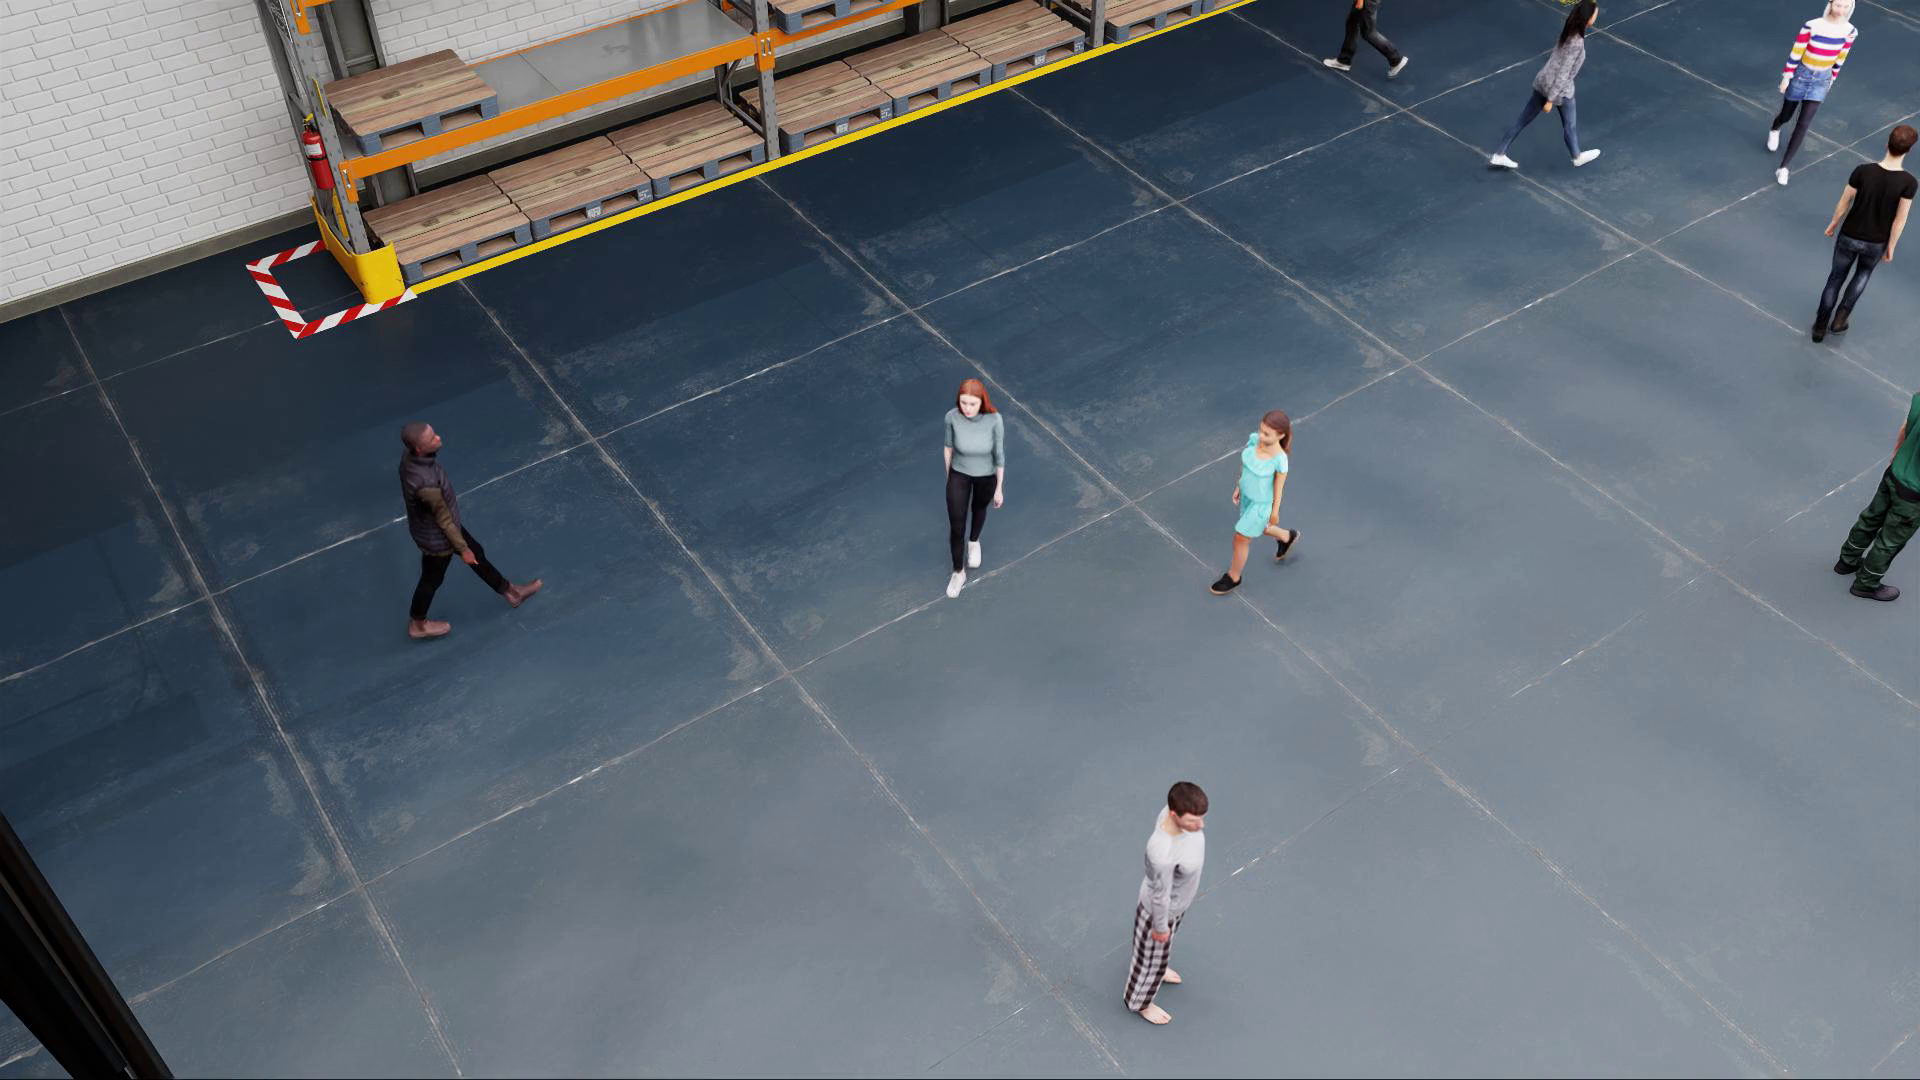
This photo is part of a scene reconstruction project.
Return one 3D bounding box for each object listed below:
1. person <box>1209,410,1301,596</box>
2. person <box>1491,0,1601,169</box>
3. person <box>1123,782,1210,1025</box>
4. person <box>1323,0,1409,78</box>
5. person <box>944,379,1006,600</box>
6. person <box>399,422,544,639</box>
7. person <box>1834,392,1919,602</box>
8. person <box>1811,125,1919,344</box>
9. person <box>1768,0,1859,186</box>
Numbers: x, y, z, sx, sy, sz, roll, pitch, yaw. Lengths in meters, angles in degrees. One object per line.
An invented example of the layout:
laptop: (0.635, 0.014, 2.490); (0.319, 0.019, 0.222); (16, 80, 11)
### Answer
person: (2.108, -0.300, 11.441); (1.028, 1.538, 0.692); (-17, 46, -17)
person: (5.406, -4.153, 15.388); (1.299, 1.673, 1.087); (-1, 44, -1)
person: (1.096, 1.907, 8.902); (0.770, 1.846, 0.660); (16, 46, 17)
person: (4.217, -5.480, 16.701); (1.052, 1.783, 1.126); (17, 46, 17)
person: (0.110, -0.472, 11.489); (0.885, 1.722, 0.920); (3, 44, 3)
person: (-3.519, -0.013, 10.964); (1.275, 1.781, 0.932); (-14, 45, -14)
person: (6.460, -0.403, 11.287); (0.764, 1.901, 0.767); (-2, 44, -2)
person: (7.246, -2.389, 13.385); (0.805, 1.881, 0.805); (23, 48, 22)
person: (7.860, -4.280, 15.446); (1.101, 1.777, 1.214); (11, 45, 11)
